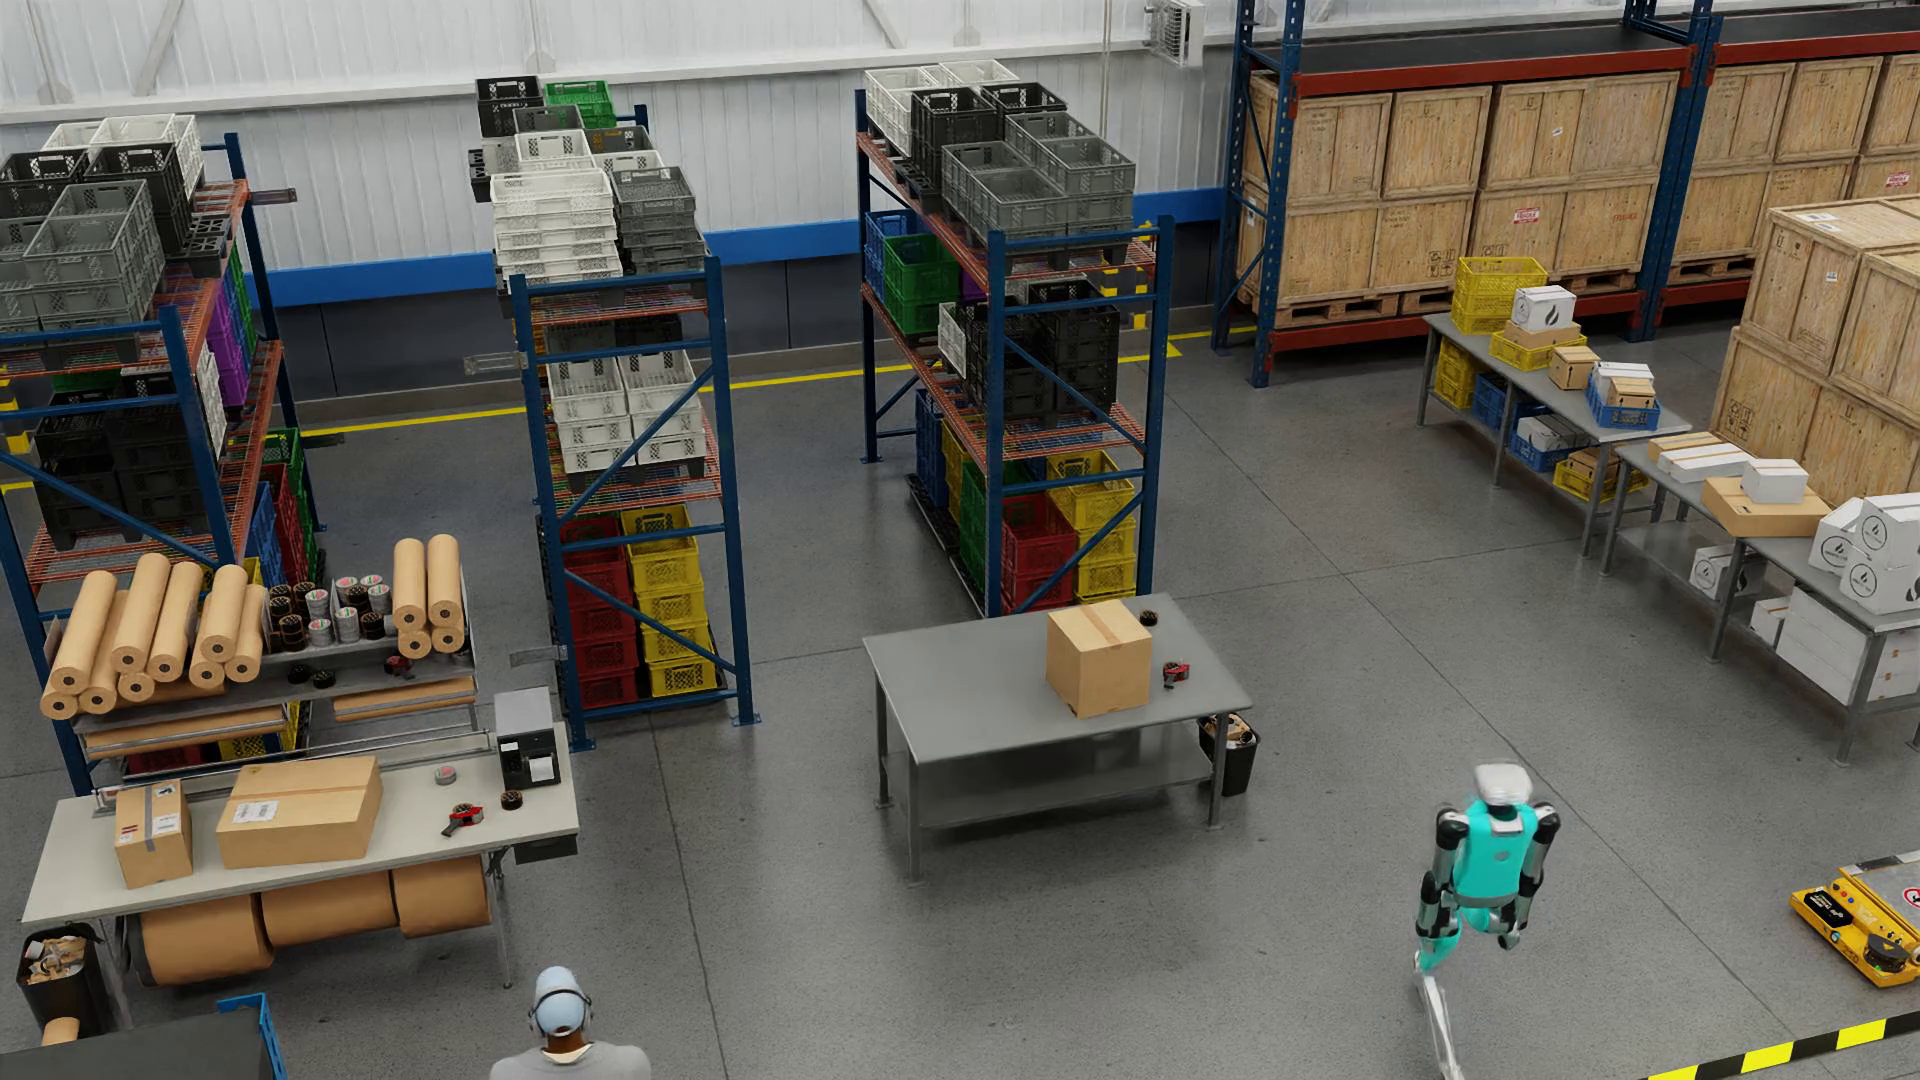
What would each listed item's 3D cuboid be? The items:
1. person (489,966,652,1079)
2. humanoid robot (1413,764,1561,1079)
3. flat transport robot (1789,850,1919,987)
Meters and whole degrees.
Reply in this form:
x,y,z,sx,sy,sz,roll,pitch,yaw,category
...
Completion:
x,y,z,sx,sy,sz,roll,pitch,yaw,category
-1.401,2.347,6.247,0.591,1.852,0.369,-5,29,-9,person
2.300,1.633,7.737,0.537,1.769,1.047,-2,29,-4,humanoid robot
5.163,1.916,8.676,1.431,0.231,0.659,-8,30,-14,flat transport robot
